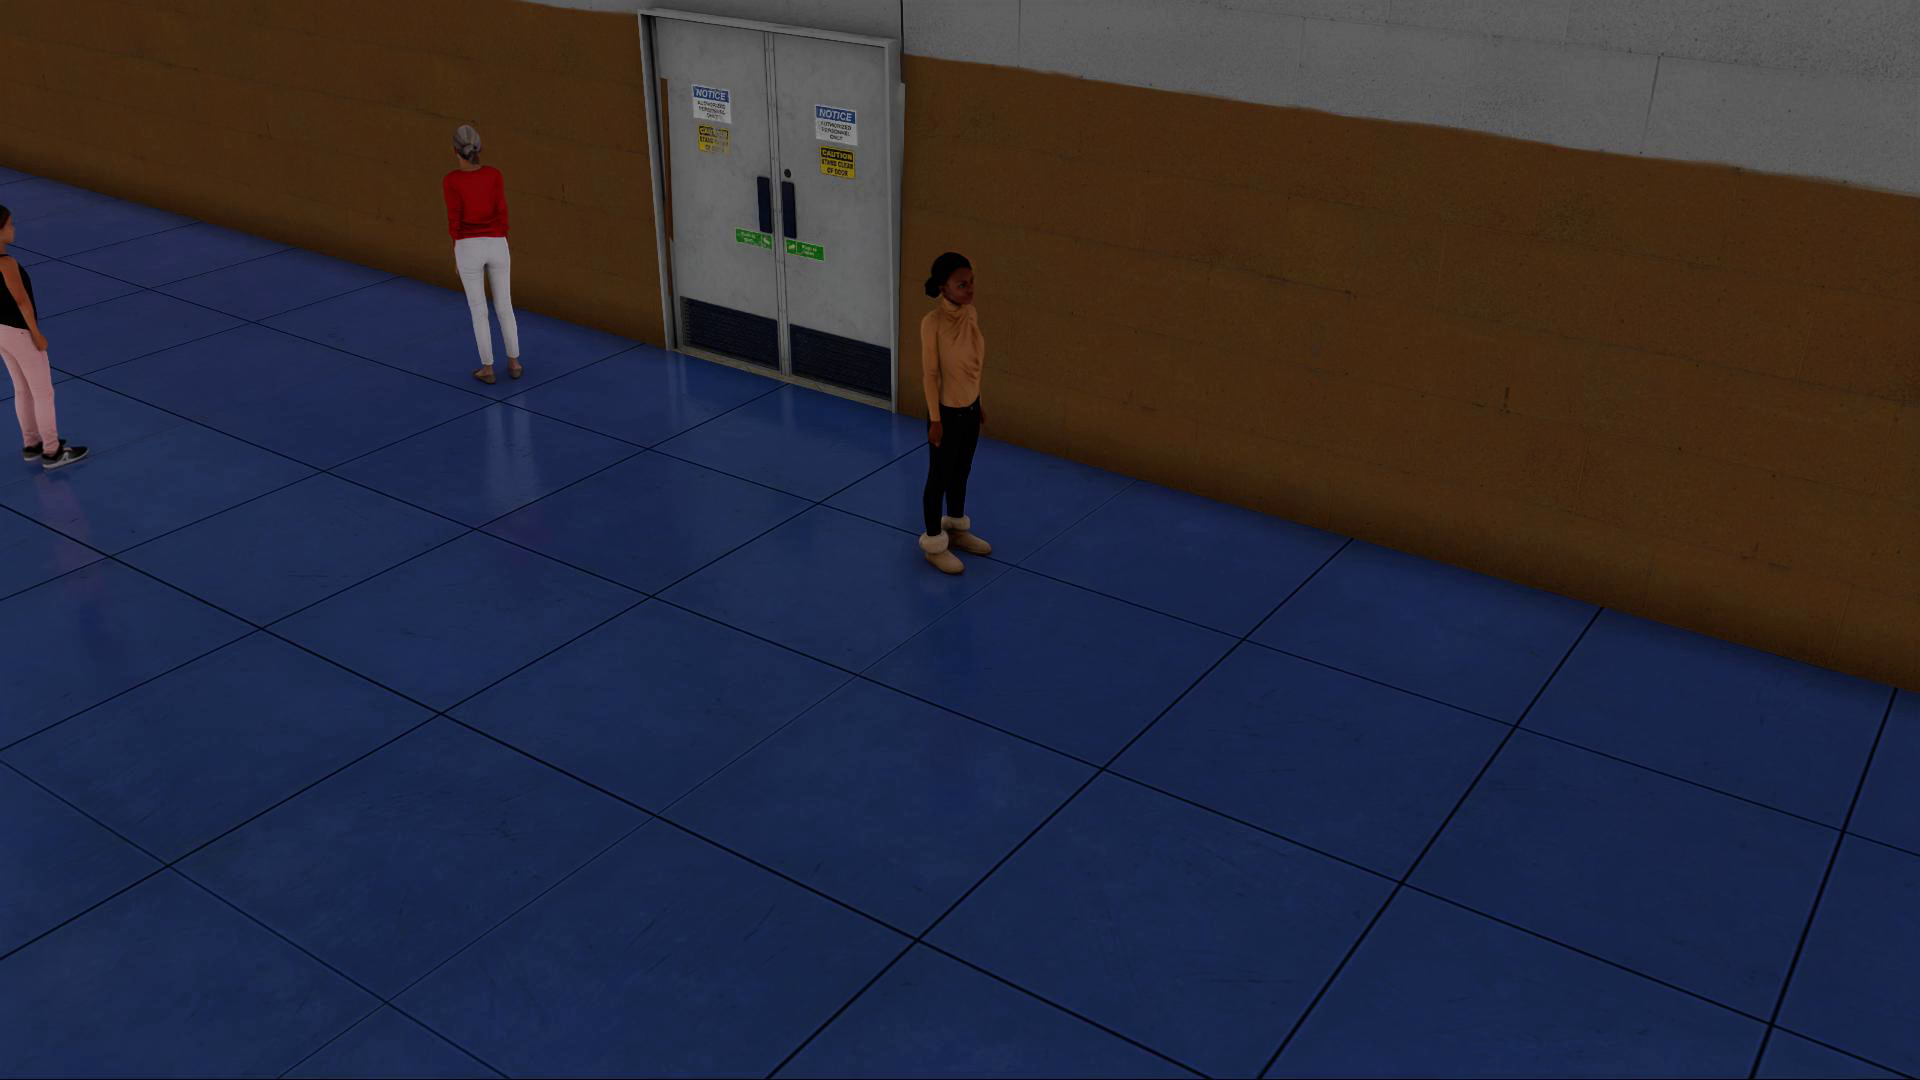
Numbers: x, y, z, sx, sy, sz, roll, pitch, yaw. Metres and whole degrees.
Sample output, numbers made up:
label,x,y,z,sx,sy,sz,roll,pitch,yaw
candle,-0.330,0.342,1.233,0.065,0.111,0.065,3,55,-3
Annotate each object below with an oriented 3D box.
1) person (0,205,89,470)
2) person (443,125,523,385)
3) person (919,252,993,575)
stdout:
label,x,y,z,sx,sy,sz,roll,pitch,yaw
person,-5.438,-1.174,9.595,0.528,1.562,0.516,16,31,28
person,-3.090,-1.844,10.772,0.602,1.694,0.691,-15,31,-27
person,-0.040,-0.662,8.478,0.631,1.660,0.489,18,32,31
